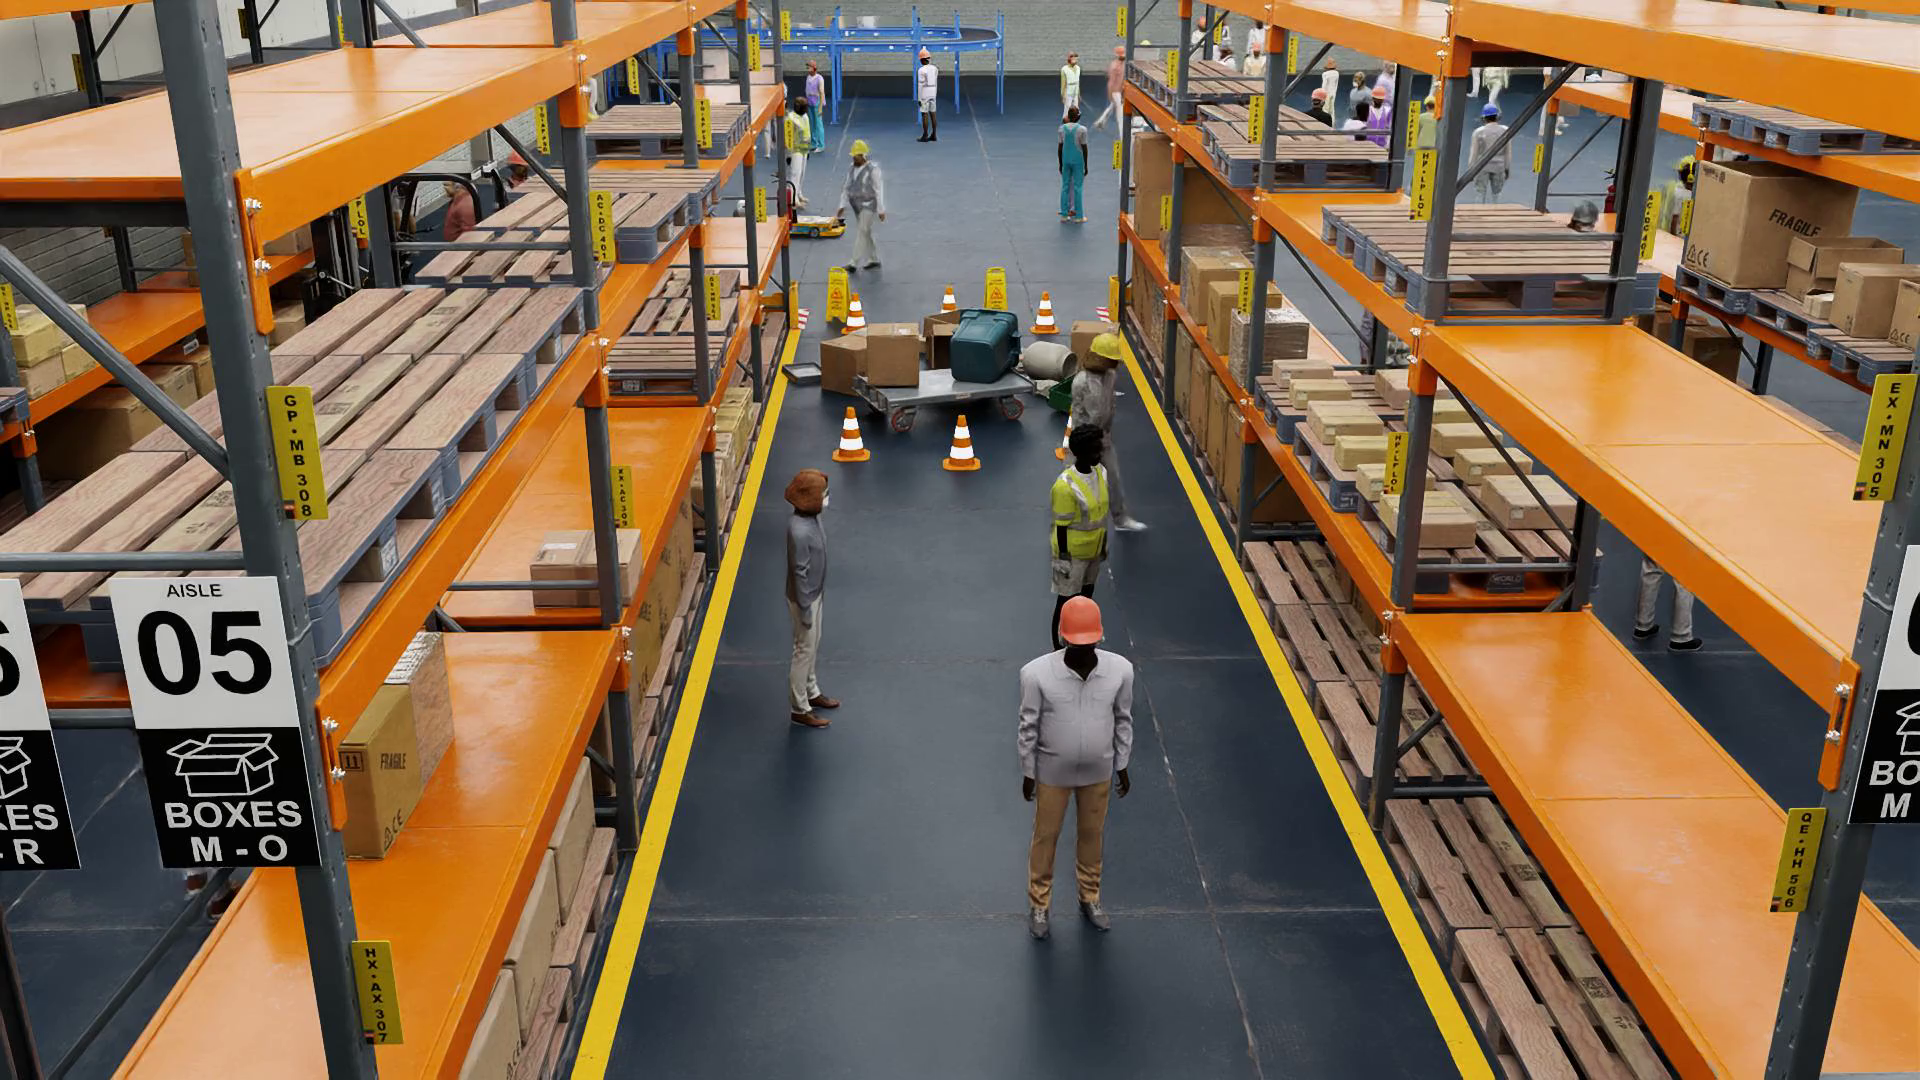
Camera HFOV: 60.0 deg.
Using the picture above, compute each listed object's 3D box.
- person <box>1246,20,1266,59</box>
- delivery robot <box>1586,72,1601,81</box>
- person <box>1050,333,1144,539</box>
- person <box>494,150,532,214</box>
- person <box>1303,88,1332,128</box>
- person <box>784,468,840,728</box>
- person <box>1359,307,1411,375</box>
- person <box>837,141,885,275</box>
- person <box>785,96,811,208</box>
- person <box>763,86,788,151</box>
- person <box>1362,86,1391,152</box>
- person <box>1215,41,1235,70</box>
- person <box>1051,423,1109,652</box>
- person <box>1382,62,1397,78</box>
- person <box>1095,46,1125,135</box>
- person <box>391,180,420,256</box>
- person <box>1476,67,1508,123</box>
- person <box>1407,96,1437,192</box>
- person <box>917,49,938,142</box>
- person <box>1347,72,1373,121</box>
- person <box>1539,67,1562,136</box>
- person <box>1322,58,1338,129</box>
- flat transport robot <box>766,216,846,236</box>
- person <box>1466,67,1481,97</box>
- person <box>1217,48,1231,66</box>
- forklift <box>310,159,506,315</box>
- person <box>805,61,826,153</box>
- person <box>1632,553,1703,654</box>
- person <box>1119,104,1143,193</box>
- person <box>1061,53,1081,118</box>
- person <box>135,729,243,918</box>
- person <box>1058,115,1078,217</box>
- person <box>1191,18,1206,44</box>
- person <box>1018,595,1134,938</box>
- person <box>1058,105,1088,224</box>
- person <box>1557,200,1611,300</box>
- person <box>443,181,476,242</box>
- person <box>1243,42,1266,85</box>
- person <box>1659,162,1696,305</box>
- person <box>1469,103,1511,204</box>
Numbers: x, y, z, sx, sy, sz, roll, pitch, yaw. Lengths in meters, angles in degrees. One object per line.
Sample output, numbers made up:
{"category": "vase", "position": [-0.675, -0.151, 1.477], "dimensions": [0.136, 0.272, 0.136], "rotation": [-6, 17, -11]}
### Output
{"category": "person", "position": [8.568, -13.901, 47.358], "dimensions": [0.722, 1.838, 0.925], "rotation": [-9, 22, -22]}
{"category": "delivery robot", "position": [17.360, -12.564, 45.500], "dimensions": [0.477, 0.478, 0.707], "rotation": [3, 21, 7]}
{"category": "person", "position": [1.065, -0.803, 12.943], "dimensions": [0.617, 1.718, 0.436], "rotation": [-19, 28, -41]}
{"category": "person", "position": [-5.361, -3.717, 20.182], "dimensions": [0.501, 2.043, 0.793], "rotation": [15, 26, 35]}
{"category": "person", "position": [5.829, -6.382, 27.286], "dimensions": [0.611, 1.996, 0.375], "rotation": [17, 27, 38]}
{"category": "person", "position": [-0.906, 0.342, 10.030], "dimensions": [0.291, 1.625, 0.506], "rotation": [2, 21, 5]}
{"category": "person", "position": [3.854, -1.627, 14.782], "dimensions": [0.605, 1.948, 0.404], "rotation": [3, 21, 8]}
{"category": "person", "position": [-1.410, -4.518, 22.648], "dimensions": [0.903, 1.786, 0.620], "rotation": [-17, 26, -37]}
{"category": "person", "position": [-2.721, -6.532, 27.941], "dimensions": [0.444, 1.826, 0.699], "rotation": [7, 22, 18]}
{"category": "person", "position": [-3.876, -8.910, 34.422], "dimensions": [0.550, 1.657, 0.748], "rotation": [19, 28, 41]}
{"category": "person", "position": [7.043, -6.731, 28.292], "dimensions": [0.551, 1.933, 0.378], "rotation": [-3, 21, -8]}
{"category": "person", "position": [5.812, -10.001, 36.789], "dimensions": [0.535, 2.000, 0.707], "rotation": [-4, 21, -9]}
{"category": "person", "position": [0.771, 0.060, 10.680], "dimensions": [0.320, 1.693, 0.534], "rotation": [15, 25, 34]}
{"category": "person", "position": [9.938, -10.470, 38.426], "dimensions": [0.328, 1.761, 0.527], "rotation": [-12, 24, -29]}
{"category": "person", "position": [3.384, -9.956, 36.829], "dimensions": [0.943, 1.946, 0.642], "rotation": [11, 23, 27]}
{"category": "person", "position": [-8.049, -5.037, 23.664], "dimensions": [0.391, 2.040, 0.615], "rotation": [11, 24, 27]}
{"category": "person", "position": [12.559, -10.698, 39.021], "dimensions": [0.948, 1.771, 0.645], "rotation": [-13, 24, -30]}
{"category": "person", "position": [8.033, -6.806, 28.822], "dimensions": [0.584, 1.686, 0.935], "rotation": [2, 21, 6]}
{"category": "person", "position": [-0.726, -9.530, 35.708], "dimensions": [0.393, 1.927, 0.550], "rotation": [18, 27, 39]}
{"category": "person", "position": [7.383, -7.684, 30.828], "dimensions": [0.382, 1.930, 0.636], "rotation": [-8, 22, -21]}
{"category": "person", "position": [13.151, -9.939, 36.623], "dimensions": [0.689, 2.000, 0.538], "rotation": [-13, 24, -31]}
{"category": "person", "position": [8.203, -9.887, 37.048], "dimensions": [0.507, 1.636, 0.272], "rotation": [-16, 26, -37]}
{"category": "flat transport robot", "position": [-2.510, -4.851, 25.637], "dimensions": [1.431, 0.197, 0.652], "rotation": [2, 21, 5]}
{"category": "person", "position": [13.756, -12.804, 44.347], "dimensions": [0.418, 1.940, 0.600], "rotation": [3, 21, 9]}
{"category": "person", "position": [5.763, -9.928, 36.787], "dimensions": [0.407, 1.907, 0.597], "rotation": [-6, 21, -14]}
{"category": "forklift", "position": [-5.622, -2.910, 17.832], "dimensions": [2.313, 2.155, 1.214], "rotation": [-1, 21, -1]}
{"category": "person", "position": [-2.966, -8.888, 34.128], "dimensions": [0.389, 1.838, 0.563], "rotation": [-14, 25, -33]}
{"category": "person", "position": [4.786, -0.143, 11.022], "dimensions": [0.404, 1.833, 0.589], "rotation": [-15, 25, -34]}
{"category": "person", "position": [3.011, -7.006, 29.088], "dimensions": [0.584, 1.882, 0.337], "rotation": [-18, 27, -39]}
{"category": "person", "position": [2.398, -9.672, 36.212], "dimensions": [0.402, 1.830, 0.579], "rotation": [18, 27, 40]}
{"category": "person", "position": [-3.705, 0.949, 8.107], "dimensions": [0.502, 1.853, 0.501], "rotation": [-1, 21, -2]}
{"category": "person", "position": [1.776, -6.069, 26.977], "dimensions": [0.286, 1.628, 0.505], "rotation": [-5, 21, -12]}
{"category": "person", "position": [6.465, -13.005, 44.785], "dimensions": [0.670, 2.020, 0.591], "rotation": [-12, 24, -29]}
{"category": "person", "position": [0.556, 1.074, 7.913], "dimensions": [0.564, 1.752, 0.340], "rotation": [-4, 21, -10]}
{"category": "person", "position": [1.793, -5.947, 26.346], "dimensions": [0.506, 1.846, 0.346], "rotation": [10, 23, 24]}
{"category": "person", "position": [6.206, -2.409, 16.721], "dimensions": [0.703, 2.000, 0.693], "rotation": [-1, 21, -4]}
{"category": "person", "position": [-5.778, -3.355, 19.431], "dimensions": [0.470, 1.892, 0.652], "rotation": [-8, 22, -20]}
{"category": "person", "position": [6.750, -10.428, 38.133], "dimensions": [0.565, 1.879, 1.005], "rotation": [4, 21, 11]}
{"category": "person", "position": [8.772, -3.640, 20.208], "dimensions": [0.321, 1.874, 0.532], "rotation": [18, 27, 40]}
{"category": "person", "position": [8.174, -5.759, 25.727], "dimensions": [0.624, 1.929, 0.444], "rotation": [0, 21, -1]}
